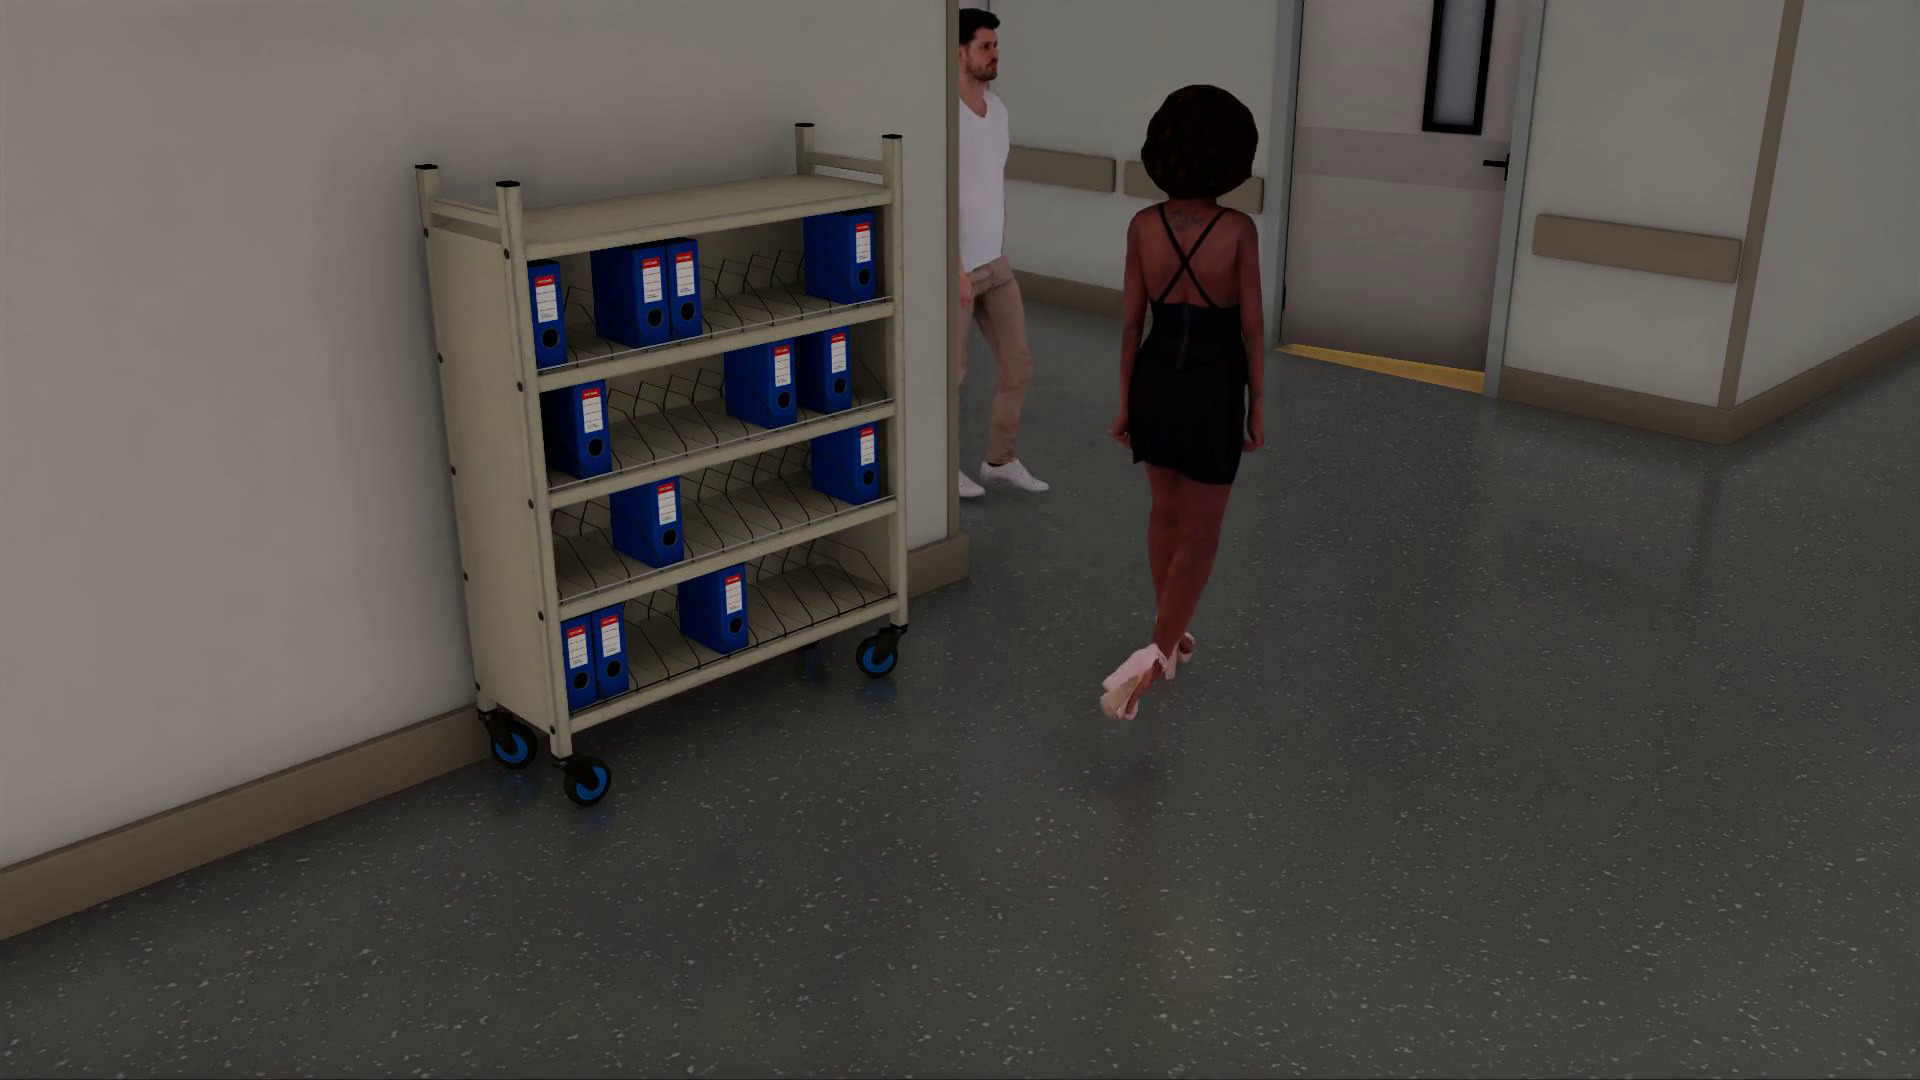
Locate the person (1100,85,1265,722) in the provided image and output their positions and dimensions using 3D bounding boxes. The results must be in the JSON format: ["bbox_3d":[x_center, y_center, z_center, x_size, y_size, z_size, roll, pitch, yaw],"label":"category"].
[{"bbox_3d":[0.590,-0.303,4.568,0.790,1.758,1.124,10,23,25],"label":"person"}]

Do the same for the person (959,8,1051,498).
[{"bbox_3d":[-0.056,-1.067,6.427,0.760,1.869,0.676,17,26,37],"label":"person"}]
